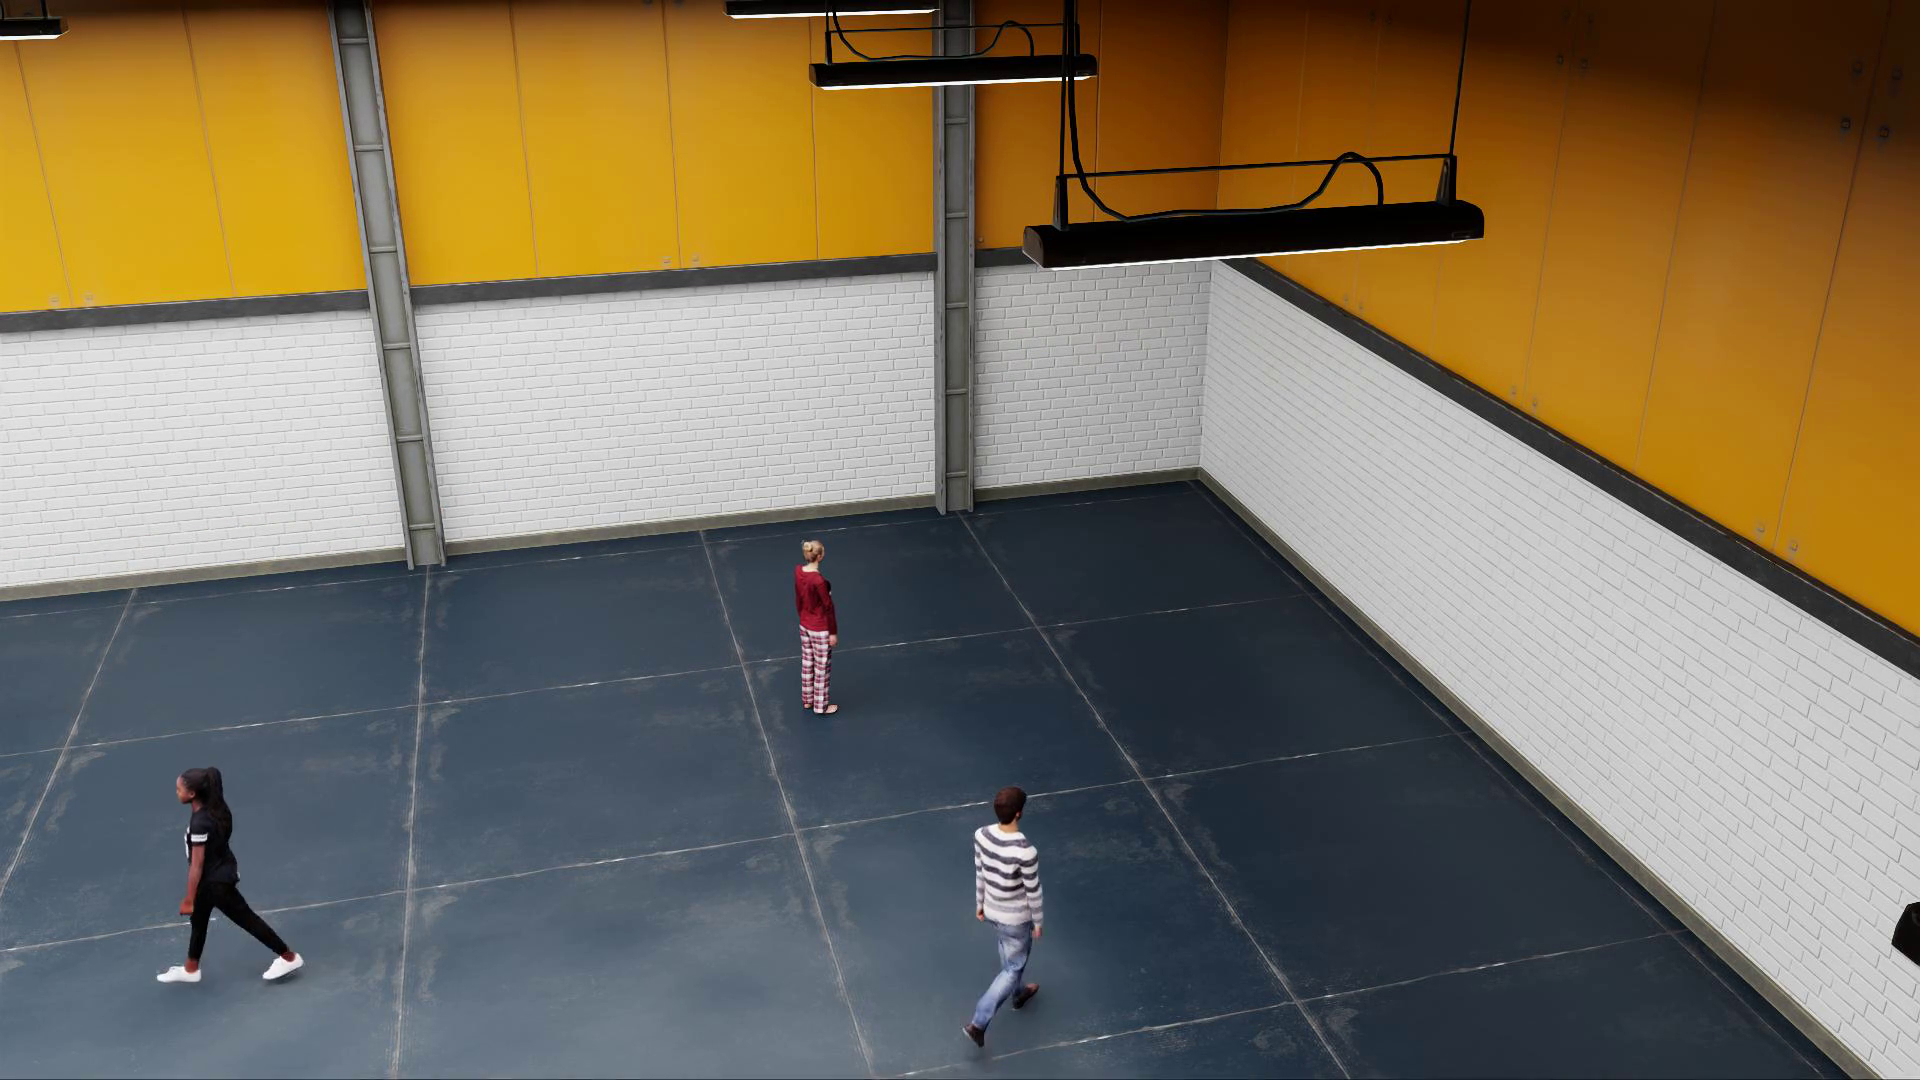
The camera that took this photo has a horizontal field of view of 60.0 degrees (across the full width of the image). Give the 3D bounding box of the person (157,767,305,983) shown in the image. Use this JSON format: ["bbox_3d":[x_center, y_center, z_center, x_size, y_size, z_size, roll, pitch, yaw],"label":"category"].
[{"bbox_3d":[-4.992,2.345,11.398,1.194,1.683,0.682,-8,25,-17],"label":"person"}]

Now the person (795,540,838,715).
[{"bbox_3d":[-1.300,0.765,14.996,0.667,1.696,0.691,-20,31,-39],"label":"person"}]

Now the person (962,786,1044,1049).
[{"bbox_3d":[0.258,2.484,10.907,1.058,1.821,1.223,19,30,37],"label":"person"}]
